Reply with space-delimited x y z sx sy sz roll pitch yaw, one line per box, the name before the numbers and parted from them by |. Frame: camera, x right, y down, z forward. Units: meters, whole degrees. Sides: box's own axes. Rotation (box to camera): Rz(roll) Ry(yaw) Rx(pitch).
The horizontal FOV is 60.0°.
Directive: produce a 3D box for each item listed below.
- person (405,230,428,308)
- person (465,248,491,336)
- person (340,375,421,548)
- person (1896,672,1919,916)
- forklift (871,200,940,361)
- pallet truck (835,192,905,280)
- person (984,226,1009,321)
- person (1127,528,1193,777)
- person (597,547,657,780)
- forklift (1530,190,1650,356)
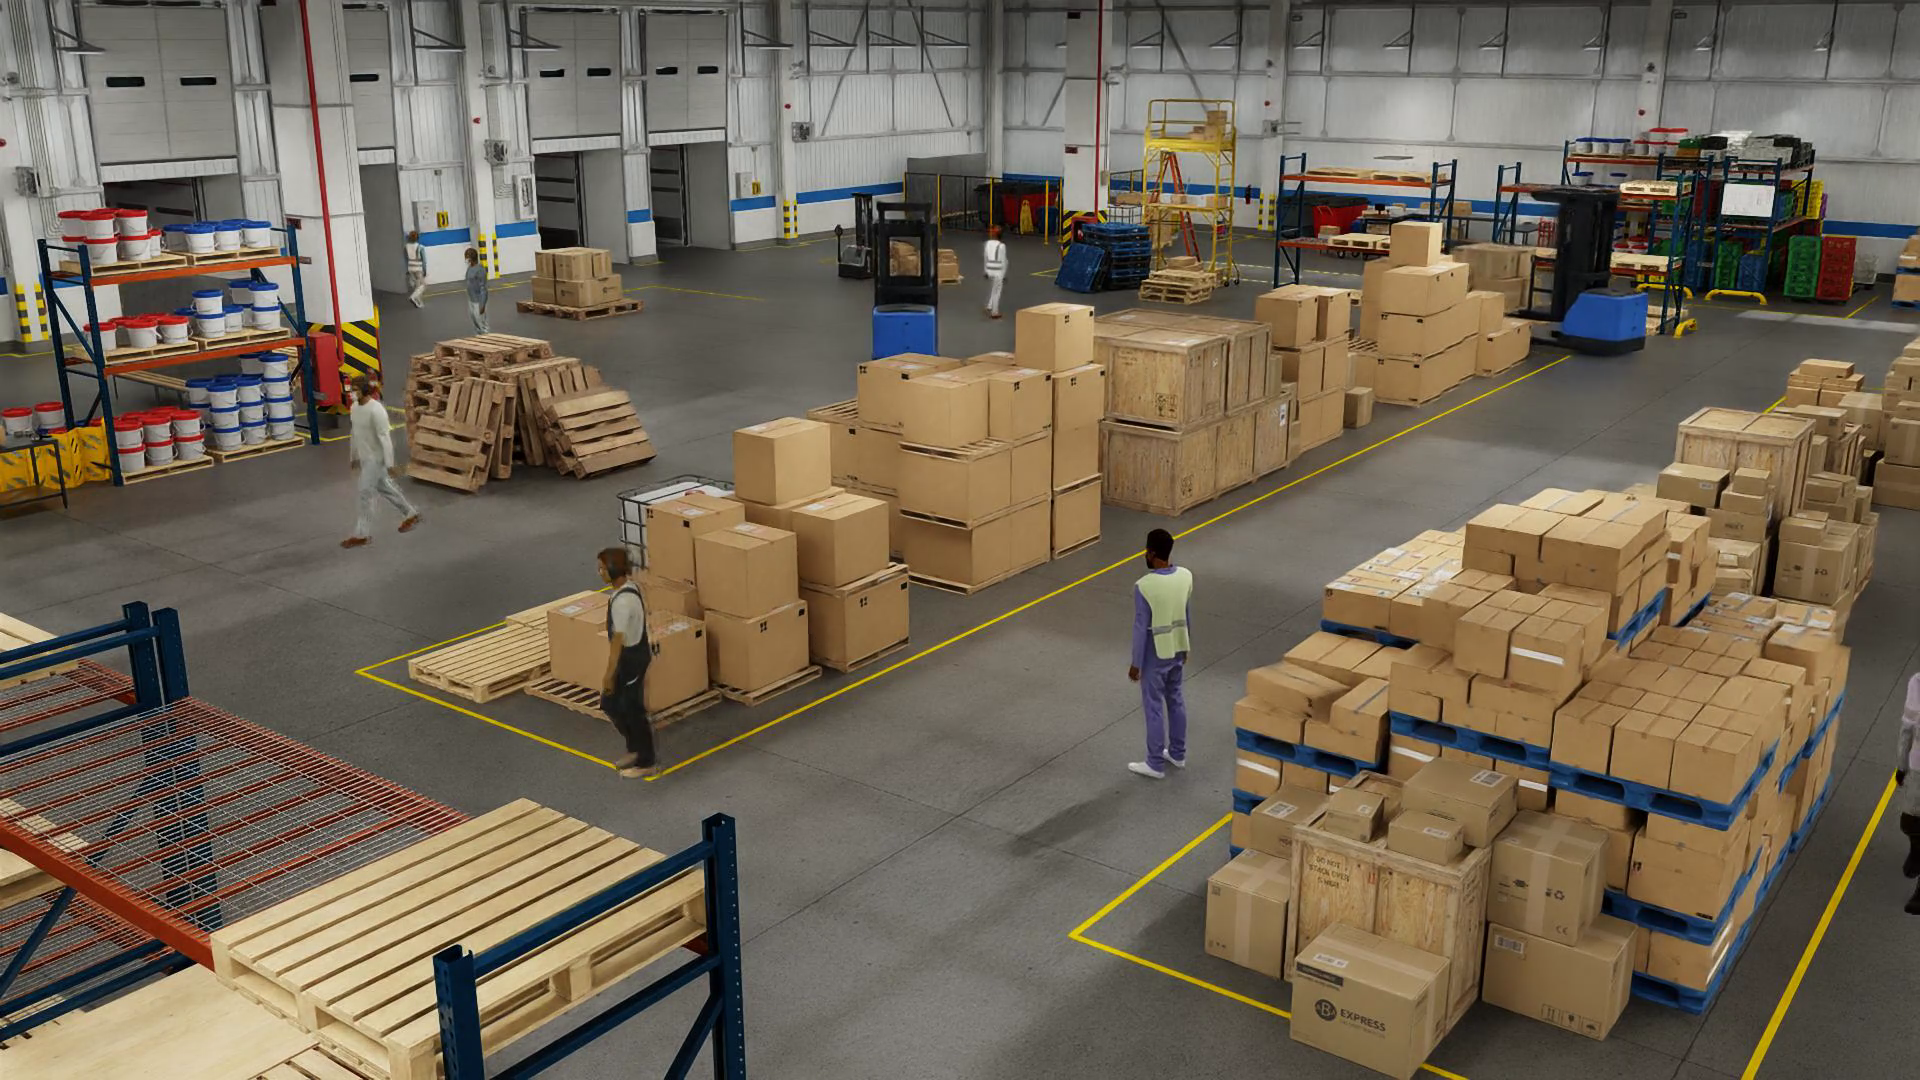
person | -11.271 -5.574 34.379 0.519 1.626 0.475 7 18 22
person | -8.454 -4.148 29.122 0.373 1.935 0.628 -12 21 -35
person | -6.499 -0.920 18.520 1.013 1.898 0.644 -16 23 -42
person | 6.289 1.439 10.627 0.540 1.927 0.549 14 22 39
forklift | -0.918 -4.306 28.031 1.129 2.768 1.873 0 17 1
pallet truck | -1.936 -7.159 38.982 1.885 1.965 0.823 -12 21 -34
person | 0.743 -5.293 33.011 0.440 1.868 0.612 -14 22 -38
person | 1.538 0.849 12.623 0.612 1.912 0.388 -16 23 -42
person | -2.519 0.941 12.468 0.470 1.826 0.539 -4 17 -13
forklift | 11.275 -4.813 29.712 1.129 2.768 1.873 -13 21 -36
